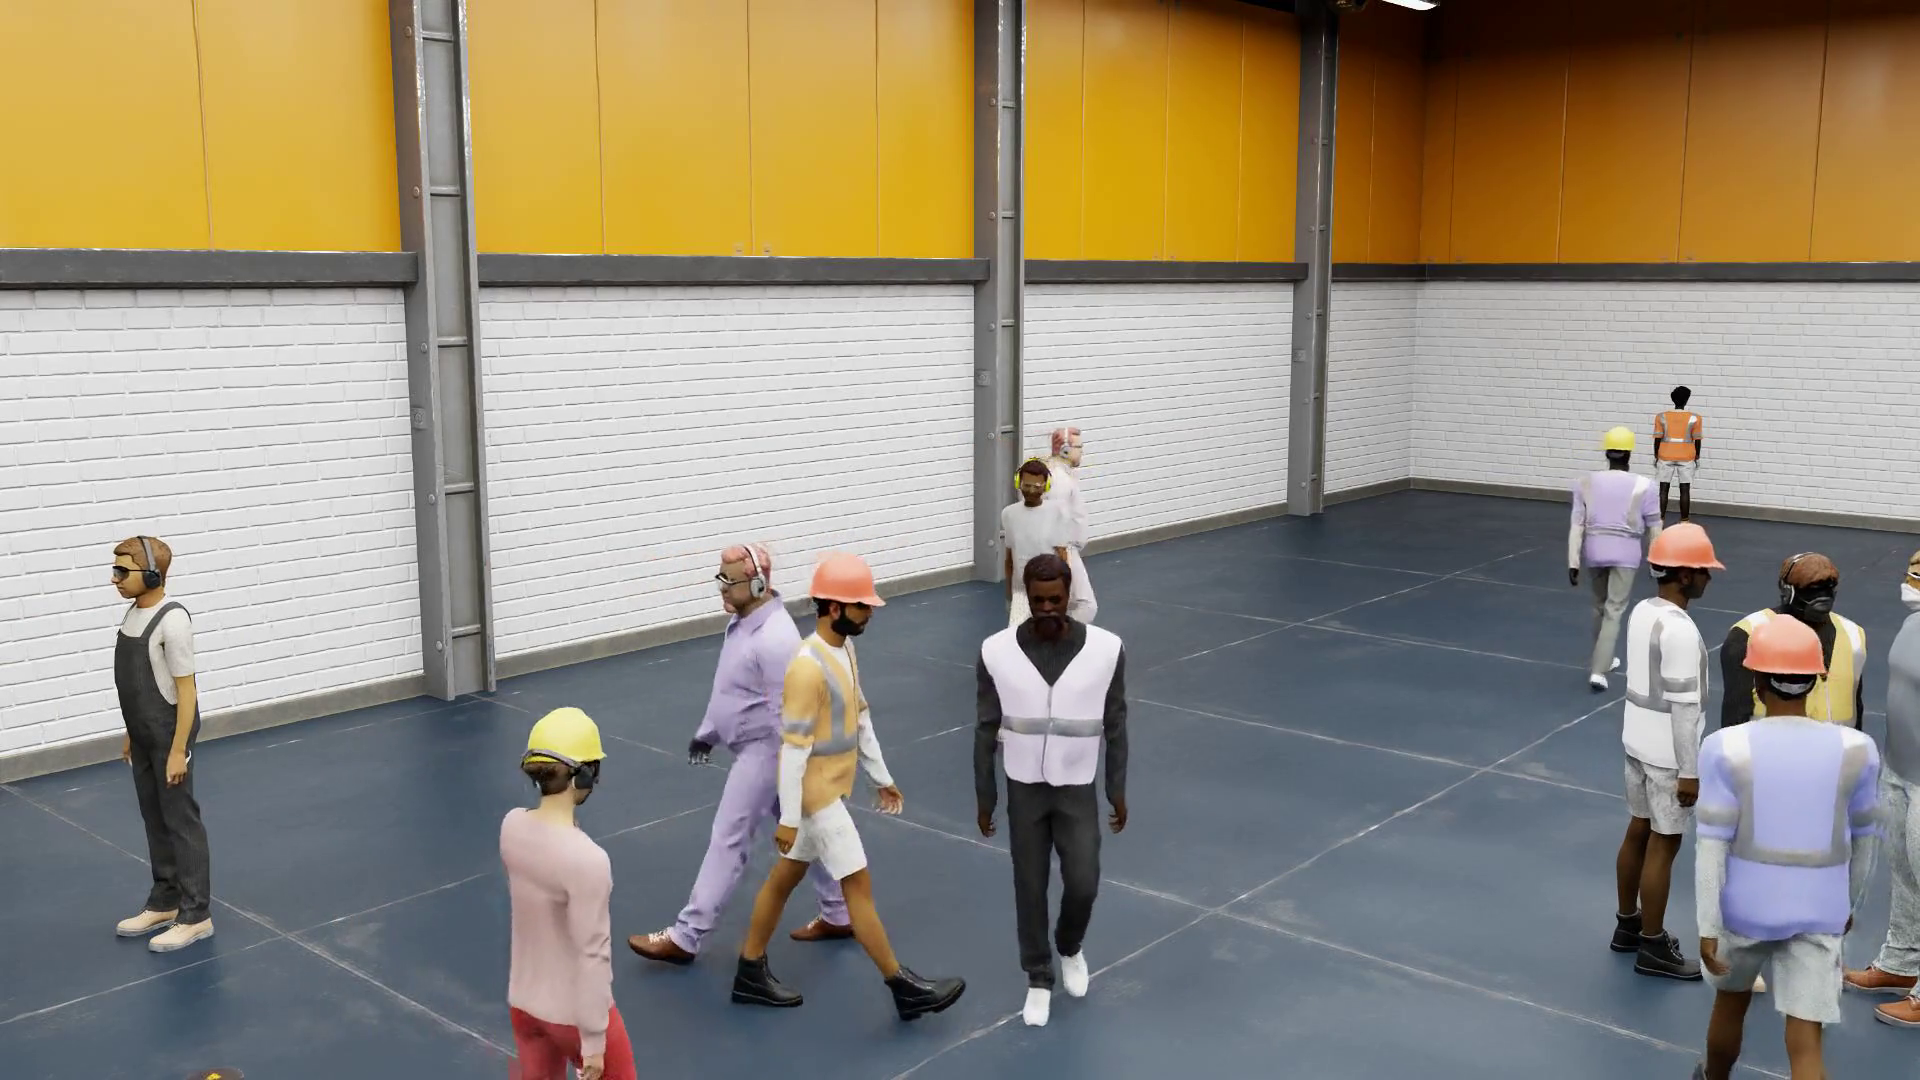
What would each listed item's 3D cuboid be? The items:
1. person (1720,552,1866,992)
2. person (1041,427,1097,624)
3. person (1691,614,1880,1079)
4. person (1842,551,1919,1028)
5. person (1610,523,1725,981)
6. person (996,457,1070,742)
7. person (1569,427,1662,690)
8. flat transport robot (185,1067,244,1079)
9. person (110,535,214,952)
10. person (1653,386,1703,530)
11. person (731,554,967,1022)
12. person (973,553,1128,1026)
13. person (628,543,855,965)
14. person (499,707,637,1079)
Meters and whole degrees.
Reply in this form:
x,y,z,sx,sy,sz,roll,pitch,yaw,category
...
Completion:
x,y,z,sx,sy,sz,roll,pitch,yaw,category
3.481,0.962,6.942,0.624,1.844,0.429,-1,9,-8,person
0.779,0.122,12.046,0.468,1.889,0.676,-1,9,-5,person
2.666,1.186,5.422,0.553,1.889,0.986,3,9,16,person
3.847,0.964,6.627,0.373,1.940,0.629,1,9,4,person
3.022,0.889,7.096,0.353,1.939,0.544,0,9,1,person
0.504,0.347,10.903,0.495,1.822,0.934,3,10,19,person
4.745,0.127,12.095,0.595,1.889,0.973,7,11,38,person
-2.385,2.038,5.098,0.652,0.197,1.431,1,9,4,flat transport robot
-3.564,0.890,7.382,0.508,1.846,0.345,7,12,38,person
8.339,-0.942,19.351,0.540,1.696,0.315,5,10,27,person
-0.484,0.987,6.643,0.993,1.876,0.540,1,9,4,person
0.358,0.984,6.615,0.622,1.901,0.448,1,9,4,person
-0.910,0.918,7.208,1.036,1.843,0.654,-2,9,-11,person
-1.207,1.357,4.830,0.536,1.735,0.717,8,12,41,person
